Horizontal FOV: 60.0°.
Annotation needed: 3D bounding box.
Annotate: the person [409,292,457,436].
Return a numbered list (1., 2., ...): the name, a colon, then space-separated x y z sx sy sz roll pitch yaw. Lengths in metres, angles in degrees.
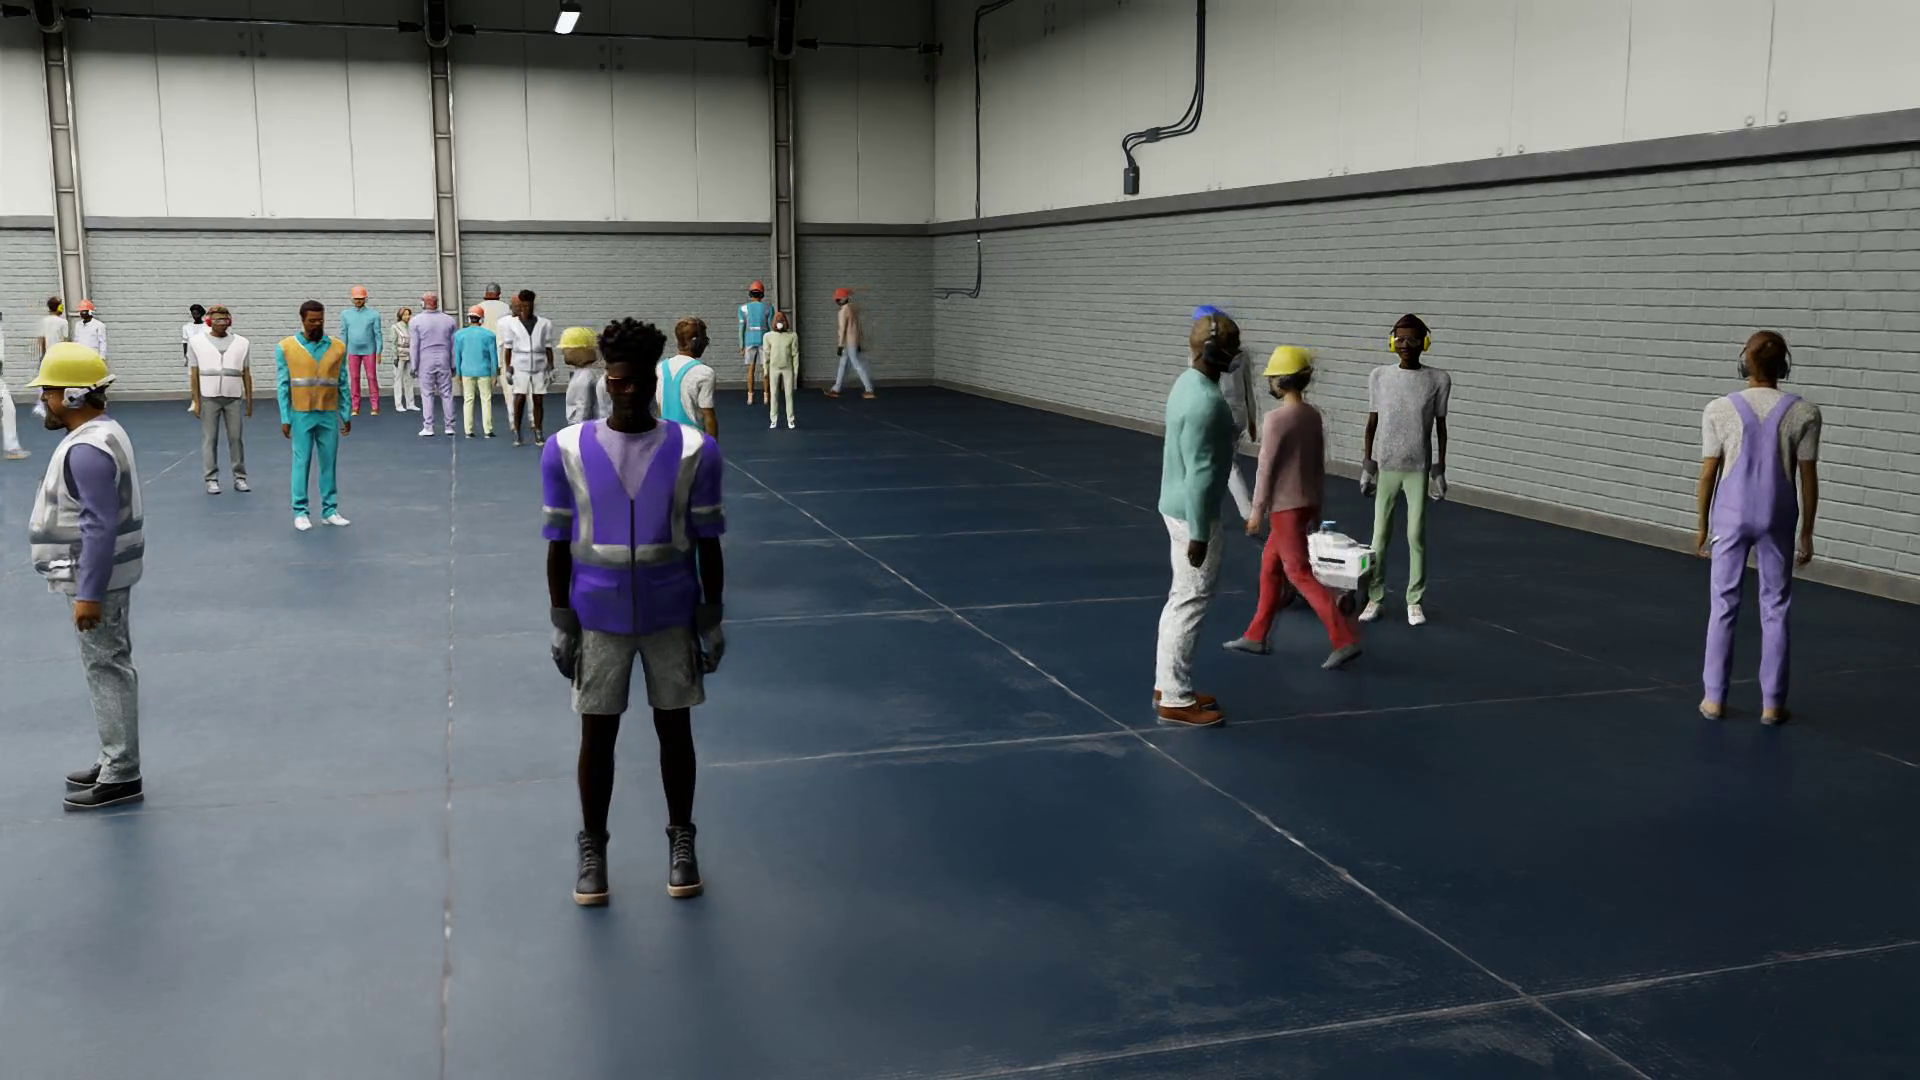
1. person: -7.007 -2.331 22.106 0.652 1.906 0.402 -7 11 -39

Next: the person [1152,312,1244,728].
1. person: 1.106 -0.090 7.750 0.370 1.927 0.629 1 9 3

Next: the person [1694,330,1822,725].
1. person: 3.720 -0.055 7.784 0.515 1.842 0.328 4 10 25

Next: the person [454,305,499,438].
1. person: -6.343 -2.210 21.860 0.571 1.744 0.350 -1 9 -5

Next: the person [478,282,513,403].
1. person: -7.787 -3.302 27.876 0.689 2.000 0.537 -1 9 -6

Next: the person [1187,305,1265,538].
1. person: 2.157 -0.963 13.502 0.641 1.884 1.007 -6 11 -34

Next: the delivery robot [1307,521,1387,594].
1. delivery robot: 2.304 0.124 10.444 0.707 0.478 0.477 7 12 39

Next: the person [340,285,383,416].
1. person: -9.121 -2.877 25.357 0.604 1.986 0.405 -1 9 -7

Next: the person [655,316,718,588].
1. person: -1.815 -0.578 11.168 0.516 1.835 0.357 6 10 32

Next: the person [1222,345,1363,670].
1. person: 1.818 -0.177 8.939 0.874 1.733 0.527 7 11 36

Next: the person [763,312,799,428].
1. person: -2.489 -2.361 23.197 0.501 1.627 0.283 -1 9 -5

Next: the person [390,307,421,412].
1. person: -8.747 -2.843 26.214 0.311 1.642 0.512 5 10 28

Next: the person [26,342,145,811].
1. person: -3.438 0.140 6.576 0.404 1.832 0.599 -4 10 -24

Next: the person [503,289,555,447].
1. person: -5.364 -2.138 20.744 0.609 1.956 0.412 -4 10 -24

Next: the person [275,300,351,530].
1. person: -5.405 -1.048 13.931 0.603 1.907 0.413 -7 12 -39

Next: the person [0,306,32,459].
1. person: -11.015 -1.803 18.913 0.826 1.841 0.600 0 9 2

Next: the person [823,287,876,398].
1. person: -1.901 -3.441 29.115 0.959 1.948 0.618 1 9 7

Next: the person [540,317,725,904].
1. person: -1.081 0.241 5.544 0.601 1.958 0.373 -2 9 -11

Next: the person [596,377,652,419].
1. person: -2.282 -0.584 11.567 0.378 1.724 0.493 7 12 39

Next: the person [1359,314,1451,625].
1. person: 2.674 -0.419 10.022 0.518 1.874 0.327 3 9 20

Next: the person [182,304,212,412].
1. person: -11.900 -2.844 26.042 0.534 1.699 0.318 -1 9 -4

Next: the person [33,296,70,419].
1. person: -13.518 -2.725 24.863 0.523 1.838 0.934 4 10 23

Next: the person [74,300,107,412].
1. person: -13.657 -2.881 26.098 0.559 1.751 0.326 2 9 15

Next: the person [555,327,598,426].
1. person: -2.790 -0.719 12.376 0.421 1.725 0.495 -3 9 -16

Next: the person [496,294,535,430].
1. person: -6.096 -2.456 22.995 0.642 1.880 0.394 -4 10 -24

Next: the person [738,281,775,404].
1. person: -3.370 -3.275 27.693 0.615 2.042 0.374 0 9 -3

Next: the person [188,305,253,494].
1. person: -7.175 -1.361 16.169 0.562 1.835 0.401 -6 11 -34
